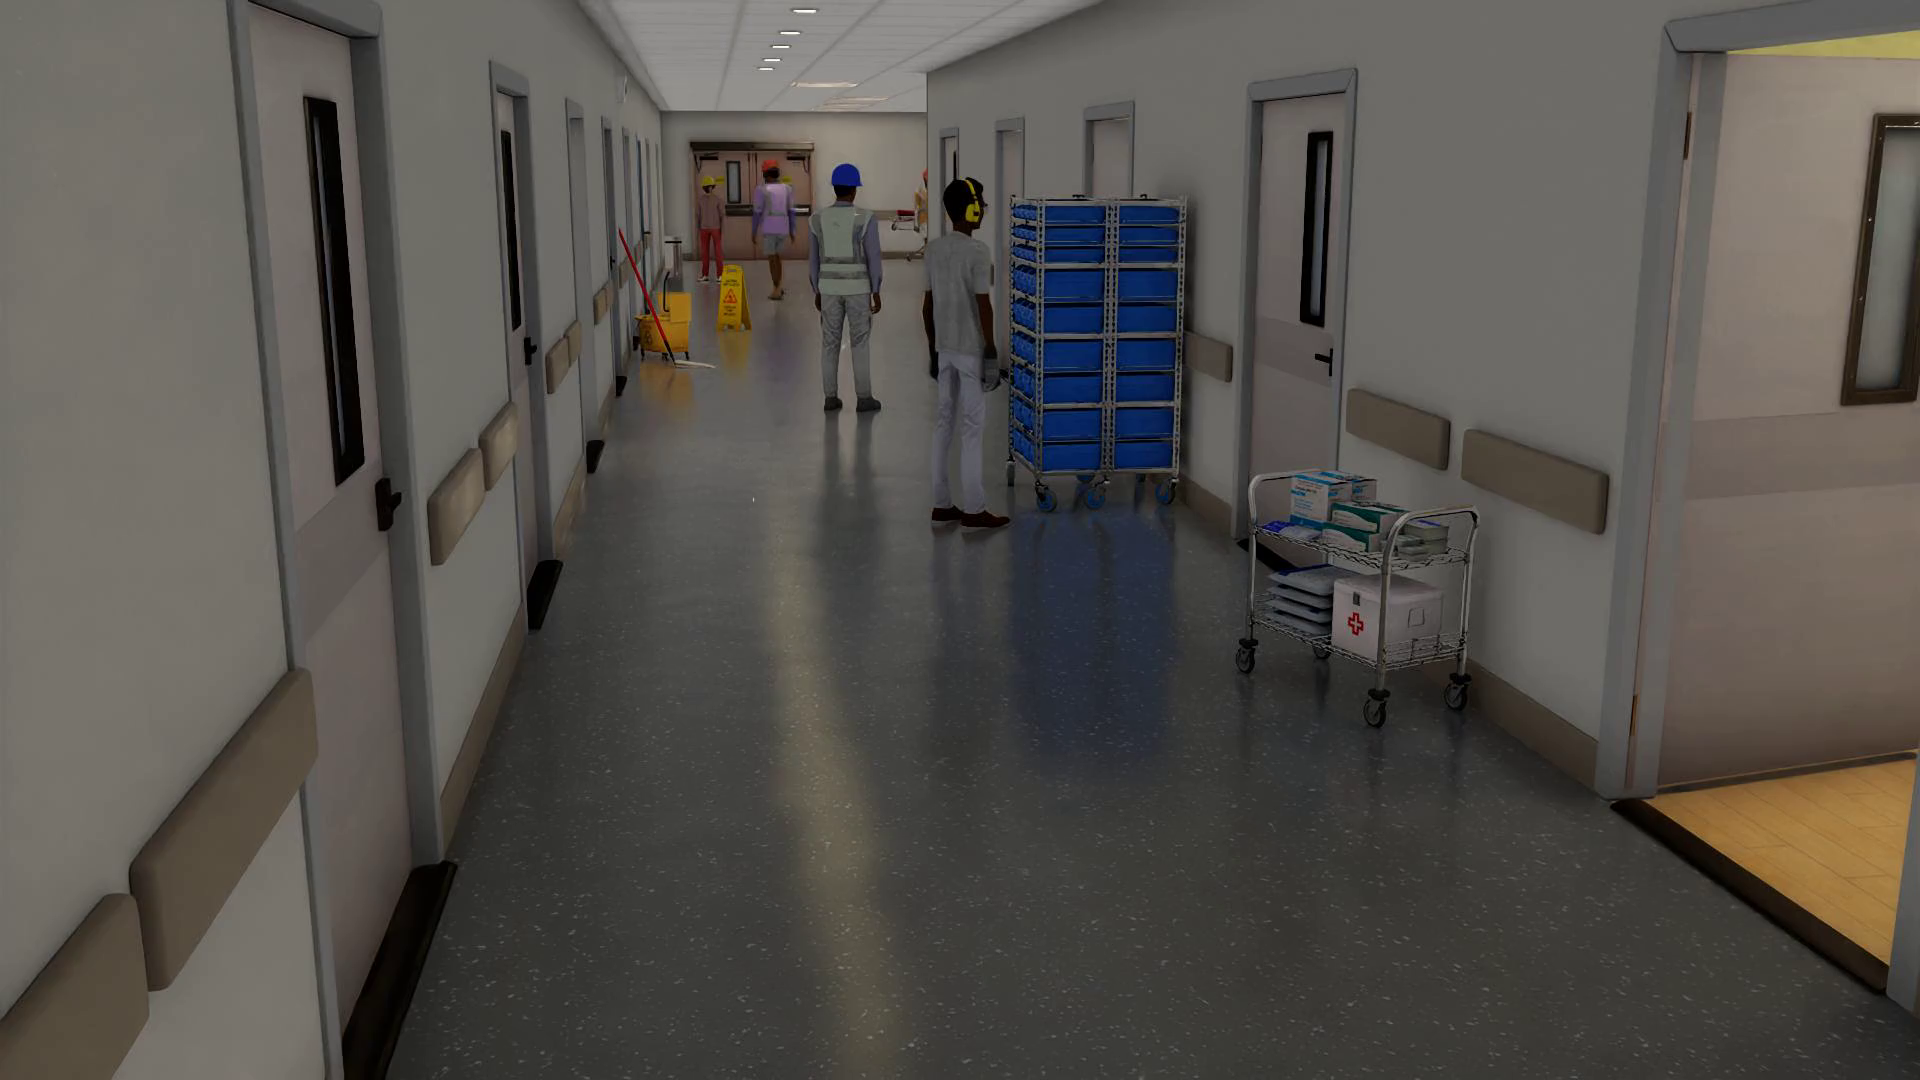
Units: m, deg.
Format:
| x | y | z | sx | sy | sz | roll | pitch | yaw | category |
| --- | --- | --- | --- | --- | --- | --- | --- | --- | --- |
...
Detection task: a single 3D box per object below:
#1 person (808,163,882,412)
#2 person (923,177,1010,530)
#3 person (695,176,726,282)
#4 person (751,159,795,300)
| x | y | z | sx | sy | sz | roll | pitch | yaw | category |
| --- | --- | --- | --- | --- | --- | --- | --- | --- | --- |
| -0.899 | -1.984 | 13.168 | 0.605 | 1.948 | 0.388 | 4 | 13 | 17 | person |
| 0.020 | -0.992 | 8.935 | 0.328 | 1.874 | 0.517 | -12 | 17 | -42 | person |
| -4.206 | -5.233 | 28.006 | 0.531 | 1.767 | 0.328 | 3 | 13 | 13 | person |
| -2.751 | -4.508 | 24.202 | 0.640 | 2.024 | 0.557 | -10 | 16 | -37 | person |
